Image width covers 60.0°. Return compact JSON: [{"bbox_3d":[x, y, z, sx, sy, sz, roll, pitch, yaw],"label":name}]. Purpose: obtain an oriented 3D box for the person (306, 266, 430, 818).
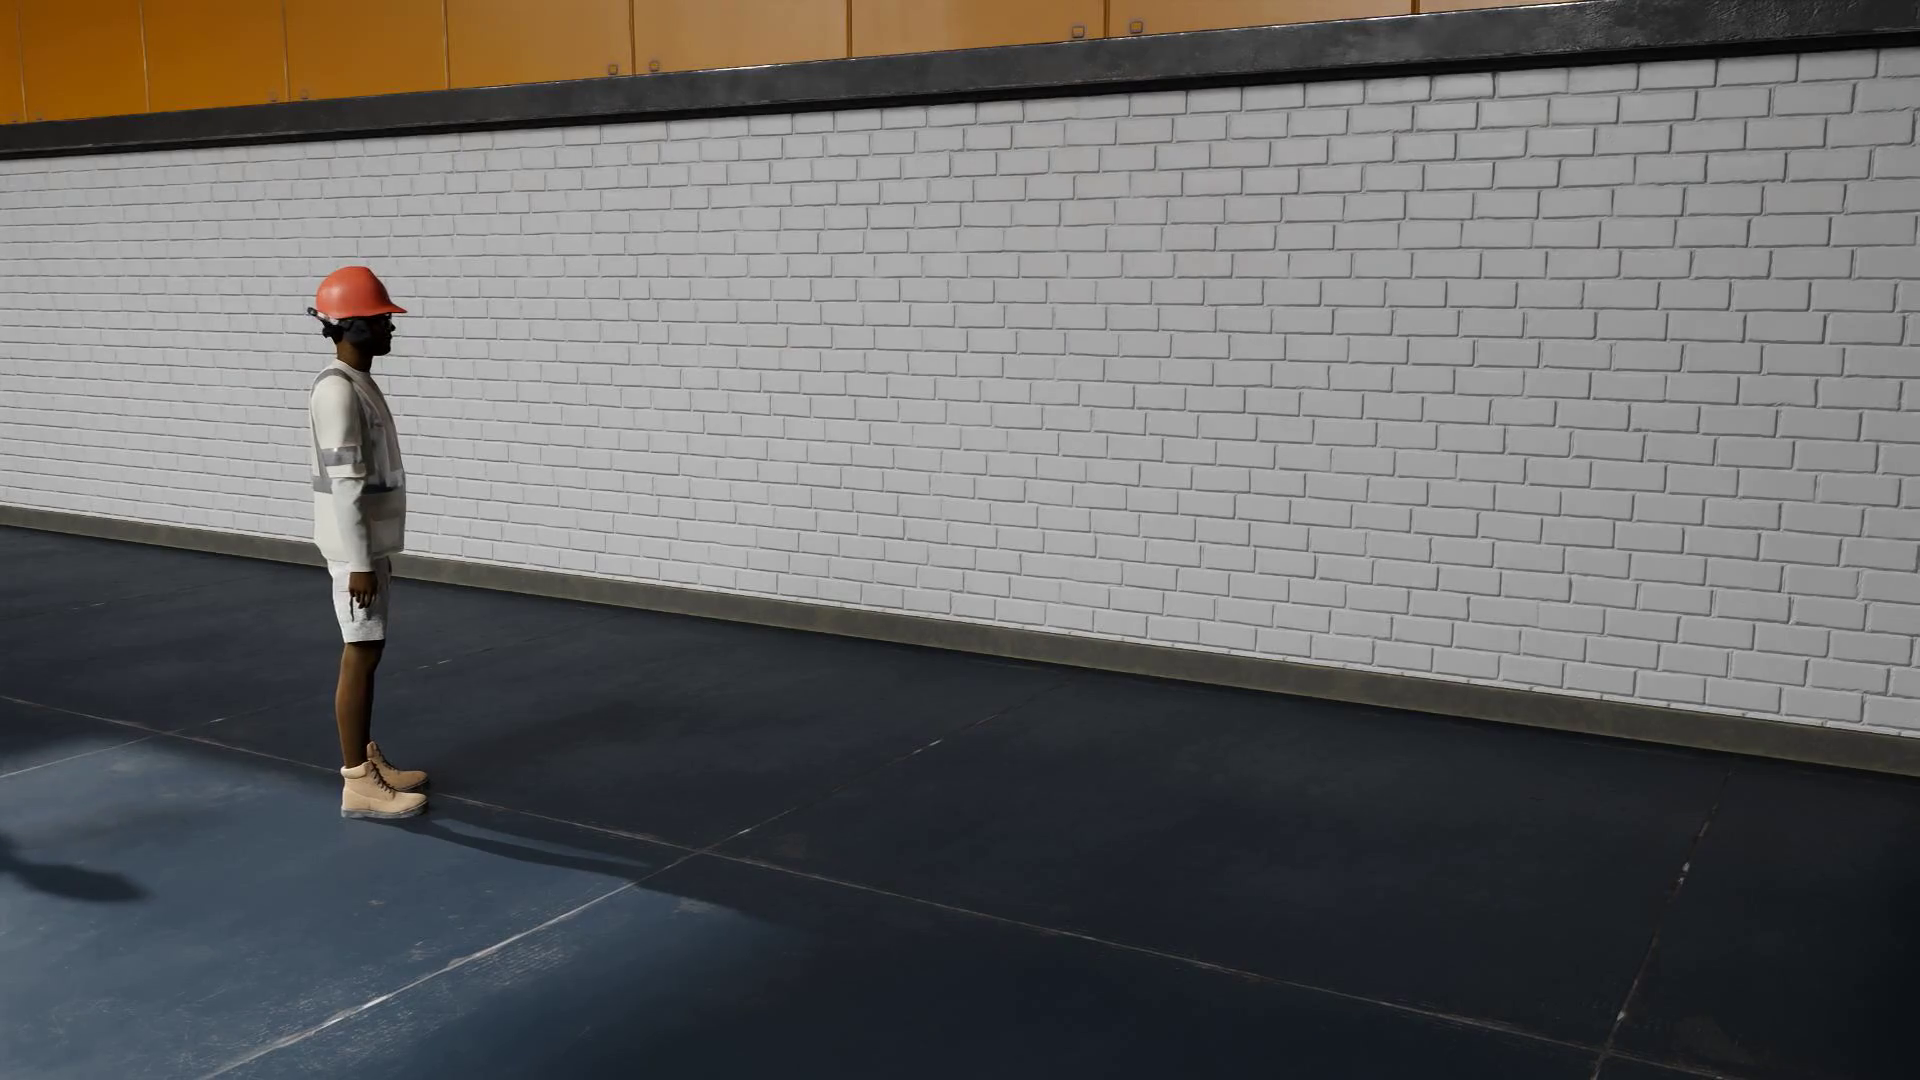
[{"bbox_3d":[-2.217,0.011,6.229,0.361,2.047,0.614,-2,9,-15],"label":"person"}]
